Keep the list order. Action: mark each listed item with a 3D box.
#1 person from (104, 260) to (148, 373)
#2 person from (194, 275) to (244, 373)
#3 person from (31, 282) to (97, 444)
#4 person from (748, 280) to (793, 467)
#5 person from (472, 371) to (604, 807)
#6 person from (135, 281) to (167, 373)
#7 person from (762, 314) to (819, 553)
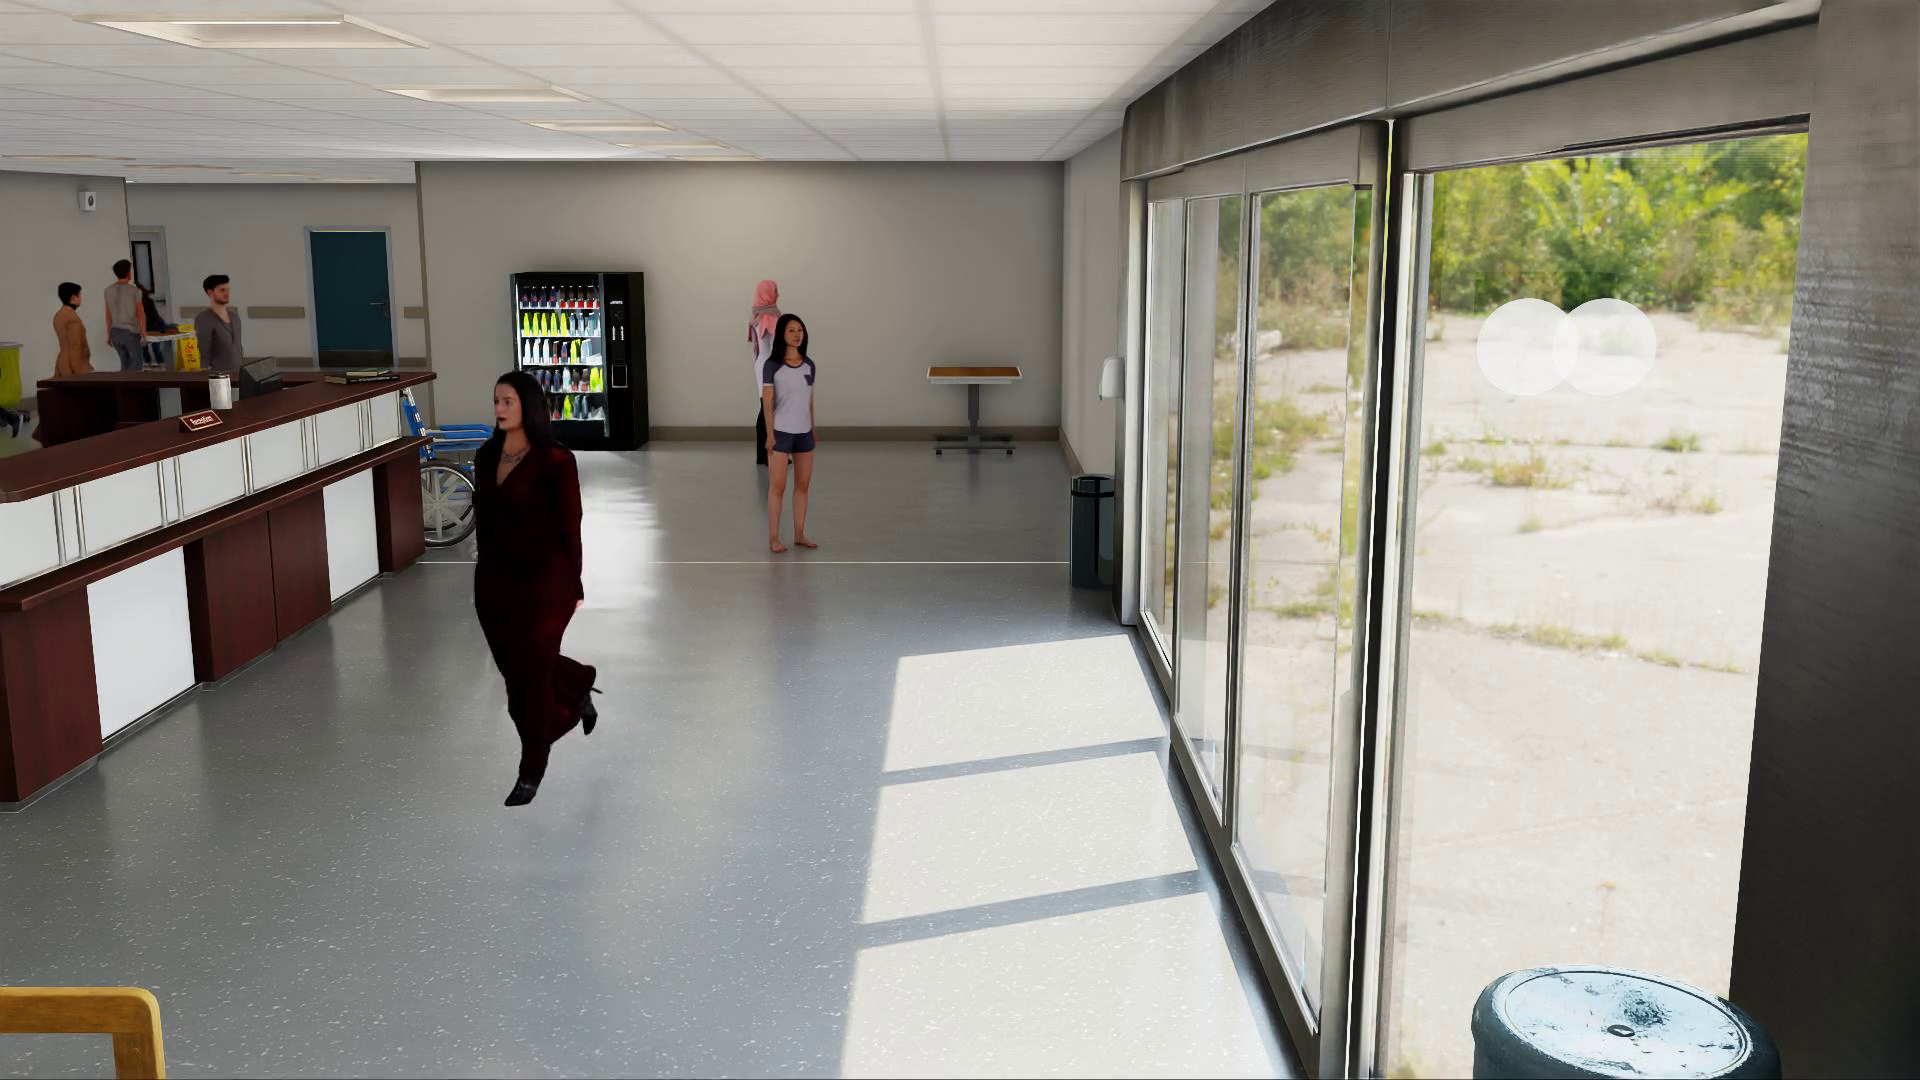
[{"bbox_3d":[-10.620,-2.589,21.085,0.977,1.876,0.727,0,11,1],"label":"person"},{"bbox_3d":[-6.502,-1.356,14.564,1.046,1.886,0.864,4,11,18],"label":"person"},{"bbox_3d":[-9.296,-1.792,17.248,1.178,1.699,1.154,8,13,36],"label":"person"},{"bbox_3d":[-1.865,-1.635,16.253,0.746,1.803,0.732,-6,12,-28],"label":"person"},{"bbox_3d":[-1.719,0.182,6.860,1.063,1.736,0.998,5,12,26],"label":"person"},{"bbox_3d":[-12.623,-3.301,25.947,0.458,1.462,0.777,-1,11,-5],"label":"person"},{"bbox_3d":[-1.217,-0.781,12.015,0.649,1.705,0.728,-9,14,-40],"label":"person"}]
